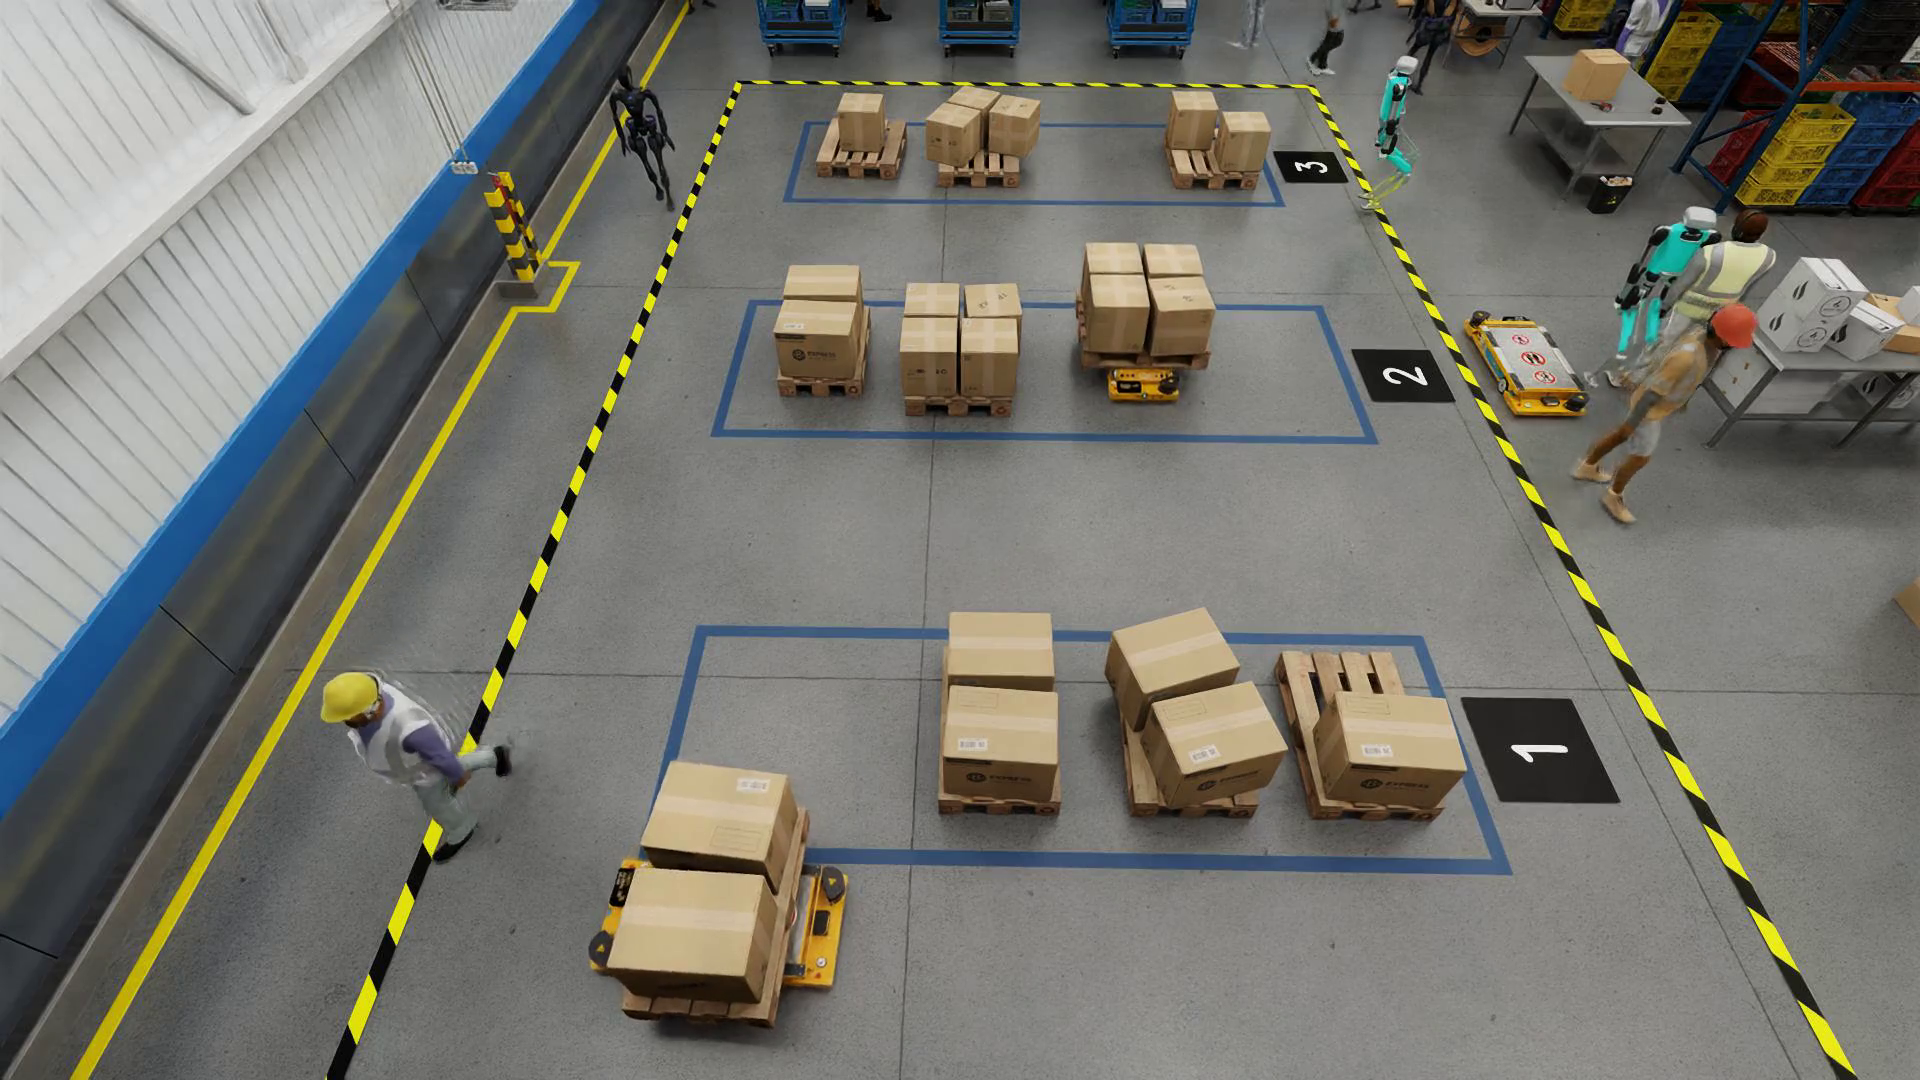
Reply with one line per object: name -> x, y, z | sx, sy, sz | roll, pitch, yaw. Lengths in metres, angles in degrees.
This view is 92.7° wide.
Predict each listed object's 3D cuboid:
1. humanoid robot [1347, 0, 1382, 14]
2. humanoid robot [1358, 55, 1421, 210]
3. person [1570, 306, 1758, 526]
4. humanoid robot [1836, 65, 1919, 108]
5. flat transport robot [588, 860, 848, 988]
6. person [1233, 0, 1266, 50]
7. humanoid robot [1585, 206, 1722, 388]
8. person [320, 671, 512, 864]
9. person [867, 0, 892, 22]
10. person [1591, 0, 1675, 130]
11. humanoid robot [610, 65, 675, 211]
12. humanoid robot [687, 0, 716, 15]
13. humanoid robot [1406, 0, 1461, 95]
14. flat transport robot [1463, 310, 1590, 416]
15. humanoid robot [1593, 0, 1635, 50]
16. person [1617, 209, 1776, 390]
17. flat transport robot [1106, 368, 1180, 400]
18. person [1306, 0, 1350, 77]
humanoid robot -> 6.730, -9.396, 14.754 | 0.754, 1.621, 0.589 | -8, 50, -7
humanoid robot -> 5.037, -4.592, 10.448 | 0.735, 1.677, 0.533 | 9, 50, 8
person -> 5.626, -1.007, 7.255 | 0.712, 2.003, 0.730 | -33, 57, -25
humanoid robot -> 11.177, -5.552, 11.383 | 0.918, 1.783, 0.540 | 1, 49, 1
flat transport robot -> -1.438, 2.287, 5.536 | 1.431, 0.197, 0.652 | 3, 49, 2
person -> 4.476, -8.356, 13.791 | 0.492, 1.740, 0.322 | -32, 56, -25
humanoid robot -> 6.312, -2.080, 8.355 | 0.532, 1.787, 0.665 | 8, 50, 7
person -> -3.175, 1.247, 5.434 | 0.603, 1.812, 0.707 | 27, 54, 21
person -> -1.360, -9.283, 14.466 | 0.356, 1.938, 0.543 | -25, 54, -20
person -> 8.710, -6.341, 11.849 | 0.605, 2.045, 0.376 | -17, 51, -14
humanoid robot -> -3.662, -4.672, 10.658 | 0.616, 1.629, 0.638 | -9, 50, -8
humanoid robot -> -4.359, -9.424, 14.755 | 0.612, 1.640, 0.378 | -24, 53, -20
humanoid robot -> 6.577, -7.097, 12.743 | 0.610, 1.642, 0.364 | -6, 49, -5
flat transport robot -> 5.573, -1.757, 9.054 | 0.659, 0.231, 1.431 | 1, 49, 1
humanoid robot -> 8.608, -6.448, 12.176 | 0.394, 1.649, 0.584 | 30, 56, 24
person -> 6.704, -2.126, 8.340 | 0.626, 1.837, 0.430 | 8, 50, 7
flat transport robot -> 1.776, -1.942, 9.196 | 0.652, 0.197, 1.431 | 1, 49, 1
person -> 5.399, -7.529, 13.008 | 0.422, 1.840, 0.654 | 17, 51, 14
